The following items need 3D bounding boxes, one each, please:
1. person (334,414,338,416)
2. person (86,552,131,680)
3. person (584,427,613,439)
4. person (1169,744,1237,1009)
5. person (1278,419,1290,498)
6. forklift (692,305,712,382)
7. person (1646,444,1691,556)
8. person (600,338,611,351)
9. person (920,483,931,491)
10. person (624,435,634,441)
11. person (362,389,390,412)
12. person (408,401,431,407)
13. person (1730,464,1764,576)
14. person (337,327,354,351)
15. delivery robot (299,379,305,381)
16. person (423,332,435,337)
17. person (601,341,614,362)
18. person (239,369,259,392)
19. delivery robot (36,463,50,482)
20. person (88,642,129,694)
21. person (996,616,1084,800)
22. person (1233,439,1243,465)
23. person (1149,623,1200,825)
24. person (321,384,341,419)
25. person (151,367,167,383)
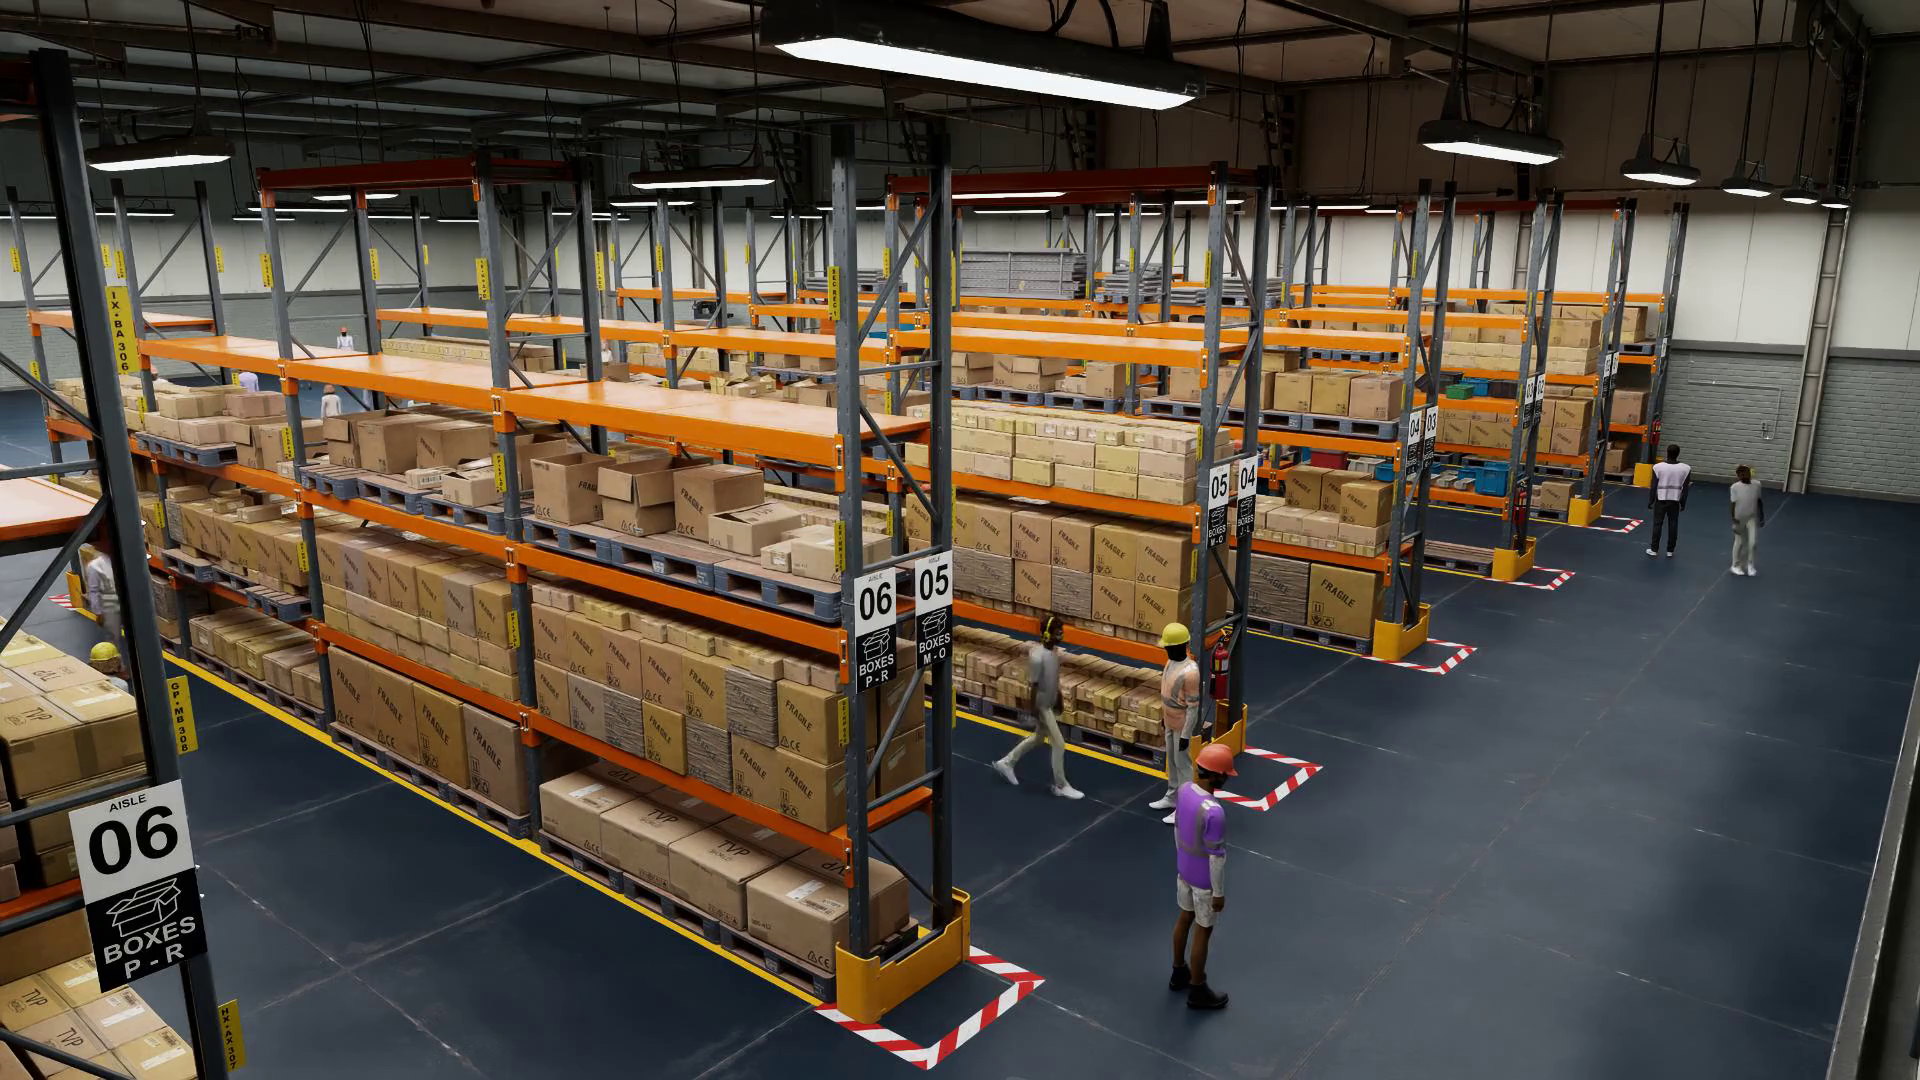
[{"bbox_3d":[-12.344,-1.578,25.208,0.432,1.883,0.587,6,15,23],"label":"person"},{"bbox_3d":[-10.130,0.823,15.264,0.935,1.904,0.640,10,17,36],"label":"person"},{"bbox_3d":[-9.168,-3.151,31.687,1.038,1.894,0.638,2,14,10],"label":"person"},{"bbox_3d":[1.738,2.354,8.933,0.386,1.924,0.550,-4,14,-18],"label":"person"},{"bbox_3d":[6.574,-1.807,25.943,0.572,1.973,0.634,11,17,38],"label":"person"},{"bbox_3d":[-9.511,-7.392,47.124,1.873,2.768,1.129,11,17,38],"label":"forklift"},{"bbox_3d":[12.033,-0.677,21.410,0.593,1.922,0.392,4,14,15],"label":"person"},{"bbox_3d":[-14.349,-7.668,50.754,0.523,1.640,0.306,-5,14,-19],"label":"person"},{"bbox_3d":[-0.415,0.154,18.053,0.624,1.890,0.627,9,16,33],"label":"person"},{"bbox_3d":[-7.107,-2.058,27.696,0.531,1.628,0.296,1,14,3],"label":"person"},{"bbox_3d":[-17.773,-4.705,38.105,0.965,1.867,0.655,2,14,8],"label":"person"},{"bbox_3d":[-13.263,-2.903,31.003,0.540,1.720,0.916,-5,15,-21],"label":"person"},{"bbox_3d":[12.561,-0.312,20.123,0.619,1.820,0.535,2,14,10],"label":"person"},{"bbox_3d":[-23.763,-7.304,48.730,0.558,1.904,0.954,-5,15,-20],"label":"person"},{"bbox_3d":[-23.306,-5.802,44.692,0.335,0.223,0.698,-4,14,-17],"label":"delivery robot"},{"bbox_3d":[-22.072,-8.113,52.521,0.536,1.675,0.740,-1,14,-2],"label":"person"},{"bbox_3d":[-11.793,-5.678,42.054,0.811,1.877,0.680,11,18,39],"label":"person"},{"bbox_3d":[-19.601,-3.908,34.665,0.373,1.940,0.628,7,15,27],"label":"person"},{"bbox_3d":[-19.754,-1.414,27.183,0.707,0.478,0.477,-6,15,-25],"label":"delivery robot"},{"bbox_3d":[-7.823,1.786,11.672,0.483,1.737,0.320,3,14,12],"label":"person"},{"bbox_3d":[0.775,1.591,12.278,0.905,1.825,0.569,6,15,22],"label":"person"},{"bbox_3d":[4.757,-0.754,21.575,0.390,1.991,0.626,11,17,38],"label":"person"},{"bbox_3d":[2.007,1.688,11.693,0.382,1.917,0.585,-3,14,-11],"label":"person"},{"bbox_3d":[-16.135,-3.196,32.411,0.737,1.609,0.499,5,15,20],"label":"person"},{"bbox_3d":[-21.218,-3.593,33.301,0.614,1.987,1.098,-10,17,-34],"label":"person"}]
